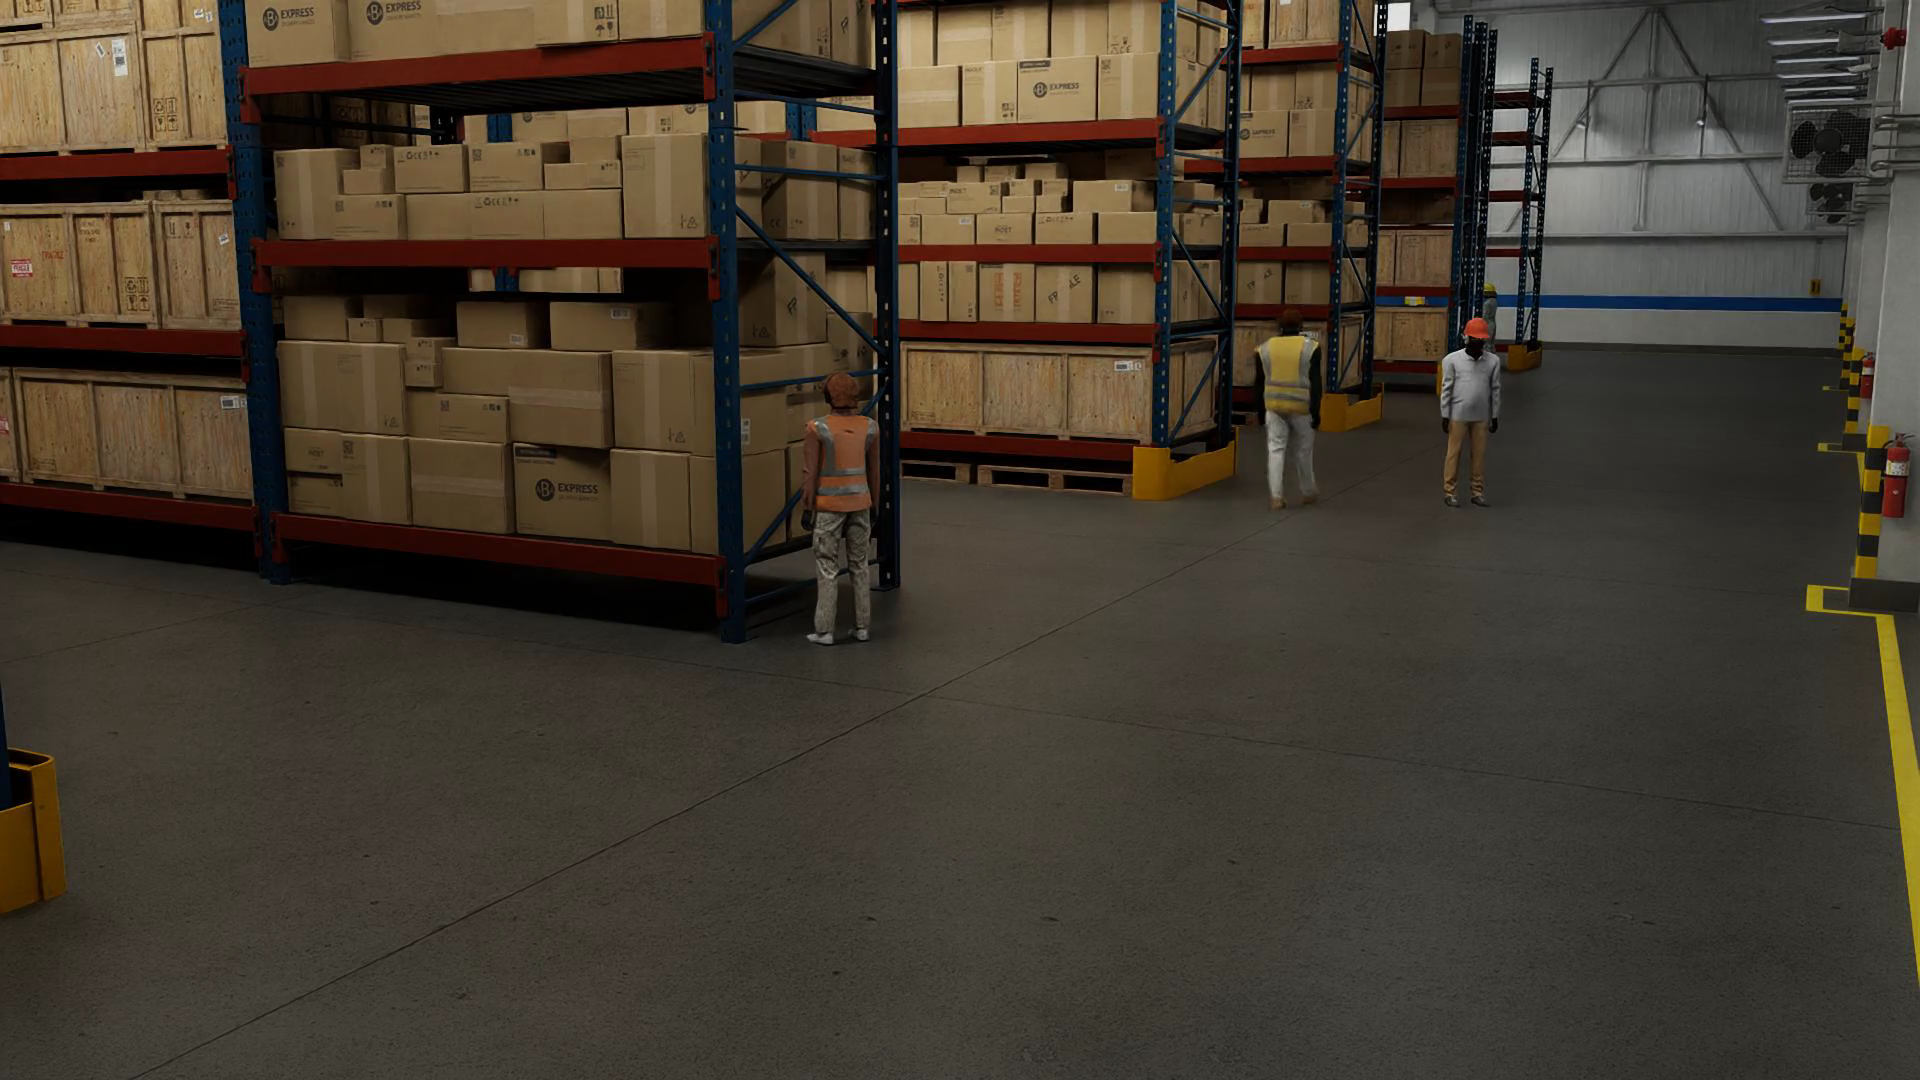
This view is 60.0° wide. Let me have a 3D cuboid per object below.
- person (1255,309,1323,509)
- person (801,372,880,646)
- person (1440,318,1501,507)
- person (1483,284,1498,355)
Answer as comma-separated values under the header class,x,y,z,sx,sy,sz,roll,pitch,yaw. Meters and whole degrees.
class,x,y,z,sx,sy,sz,roll,pitch,yaw
person,3.051,-1.207,15.303,0.657,1.814,0.771,5,11,27
person,-0.701,-0.181,9.913,0.525,1.632,0.314,-6,12,-32
person,4.686,-1.163,15.262,0.565,1.744,0.350,-1,10,-4
person,10.277,-4.111,32.367,0.317,1.736,0.486,8,12,37
